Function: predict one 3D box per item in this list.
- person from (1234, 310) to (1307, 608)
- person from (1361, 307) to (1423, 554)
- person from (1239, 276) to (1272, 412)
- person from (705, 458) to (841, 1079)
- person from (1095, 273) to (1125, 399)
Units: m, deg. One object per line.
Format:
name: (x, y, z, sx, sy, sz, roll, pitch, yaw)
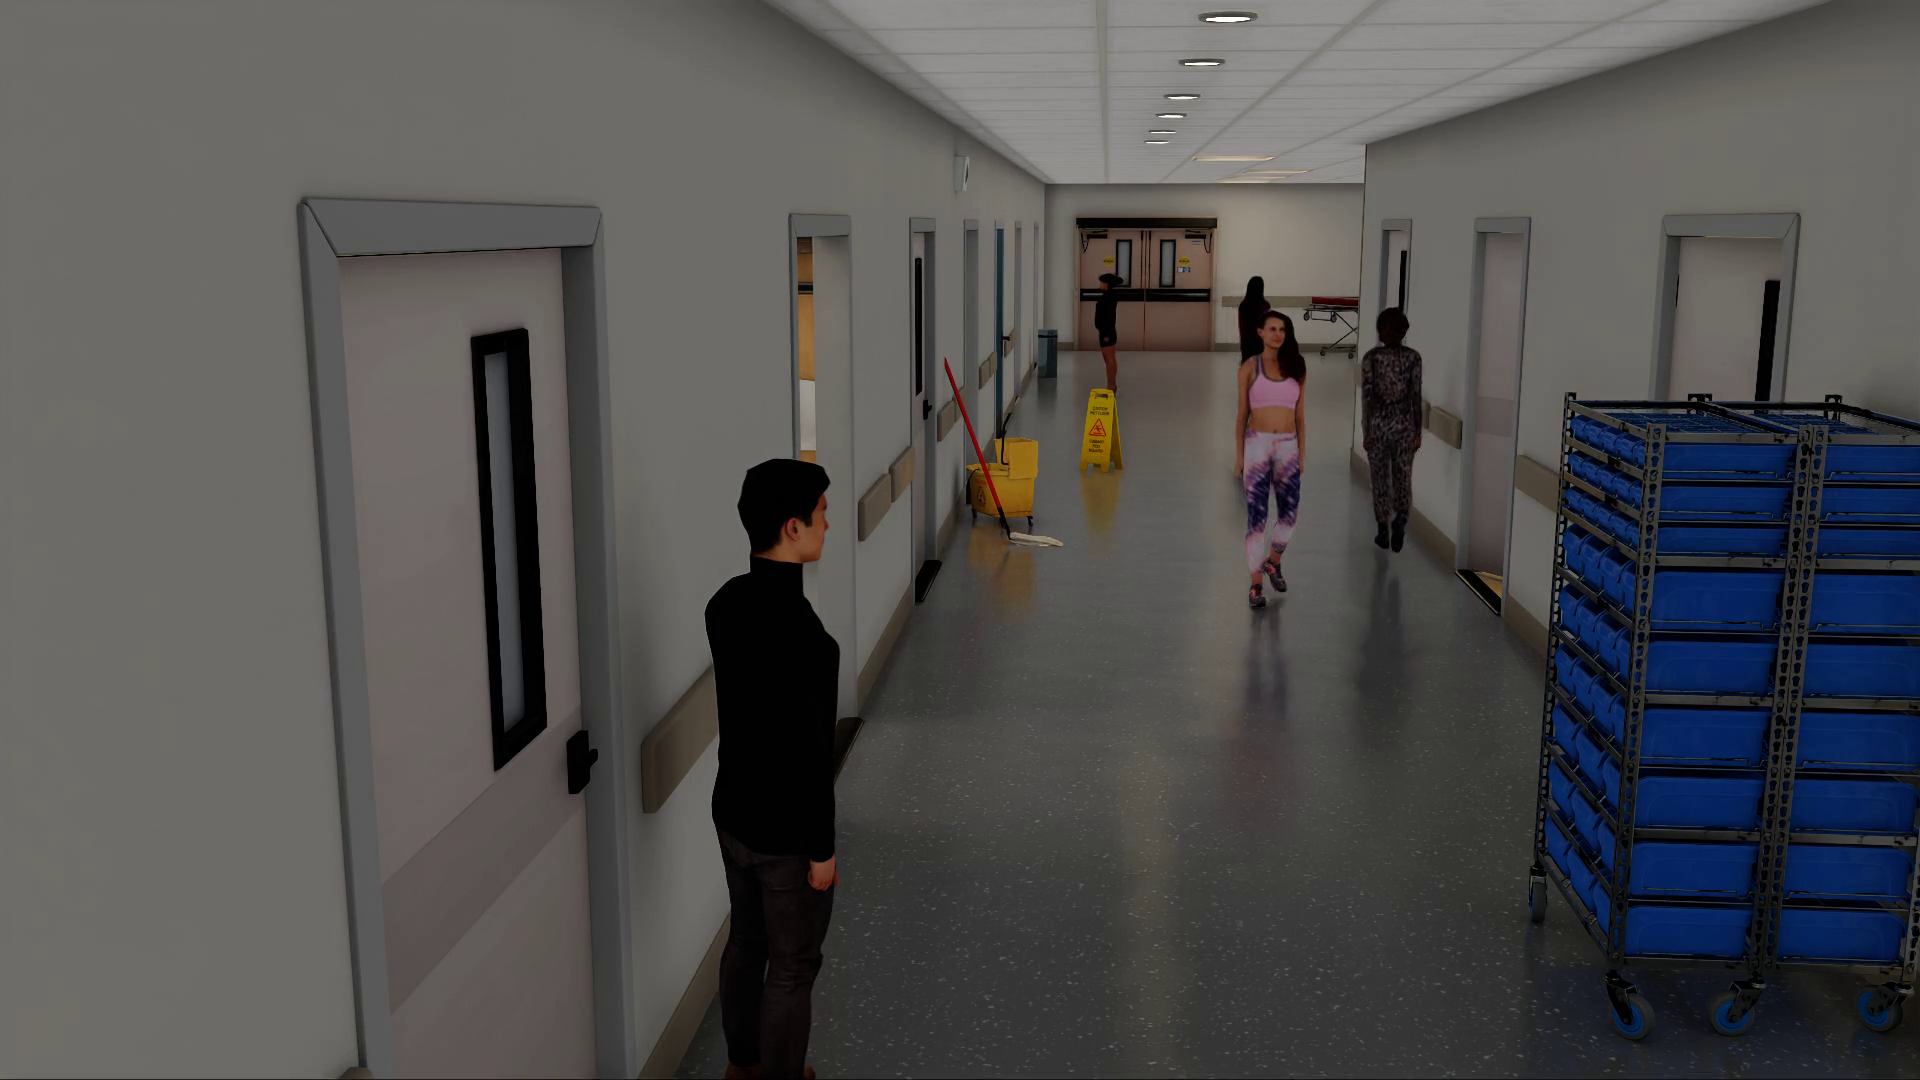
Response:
person: (1.875, -0.509, 10.106, 0.674, 1.763, 0.899, -1, 11, -5)
person: (2.946, -0.708, 11.358, 0.594, 1.688, 1.078, 1, 11, 8)
person: (3.531, -2.352, 20.188, 0.896, 1.625, 1.081, 7, 13, 34)
person: (-0.460, 0.651, 4.107, 0.777, 1.722, 0.692, -7, 13, -34)
person: (1.953, -2.693, 21.946, 0.684, 1.640, 0.601, 3, 11, 16)
